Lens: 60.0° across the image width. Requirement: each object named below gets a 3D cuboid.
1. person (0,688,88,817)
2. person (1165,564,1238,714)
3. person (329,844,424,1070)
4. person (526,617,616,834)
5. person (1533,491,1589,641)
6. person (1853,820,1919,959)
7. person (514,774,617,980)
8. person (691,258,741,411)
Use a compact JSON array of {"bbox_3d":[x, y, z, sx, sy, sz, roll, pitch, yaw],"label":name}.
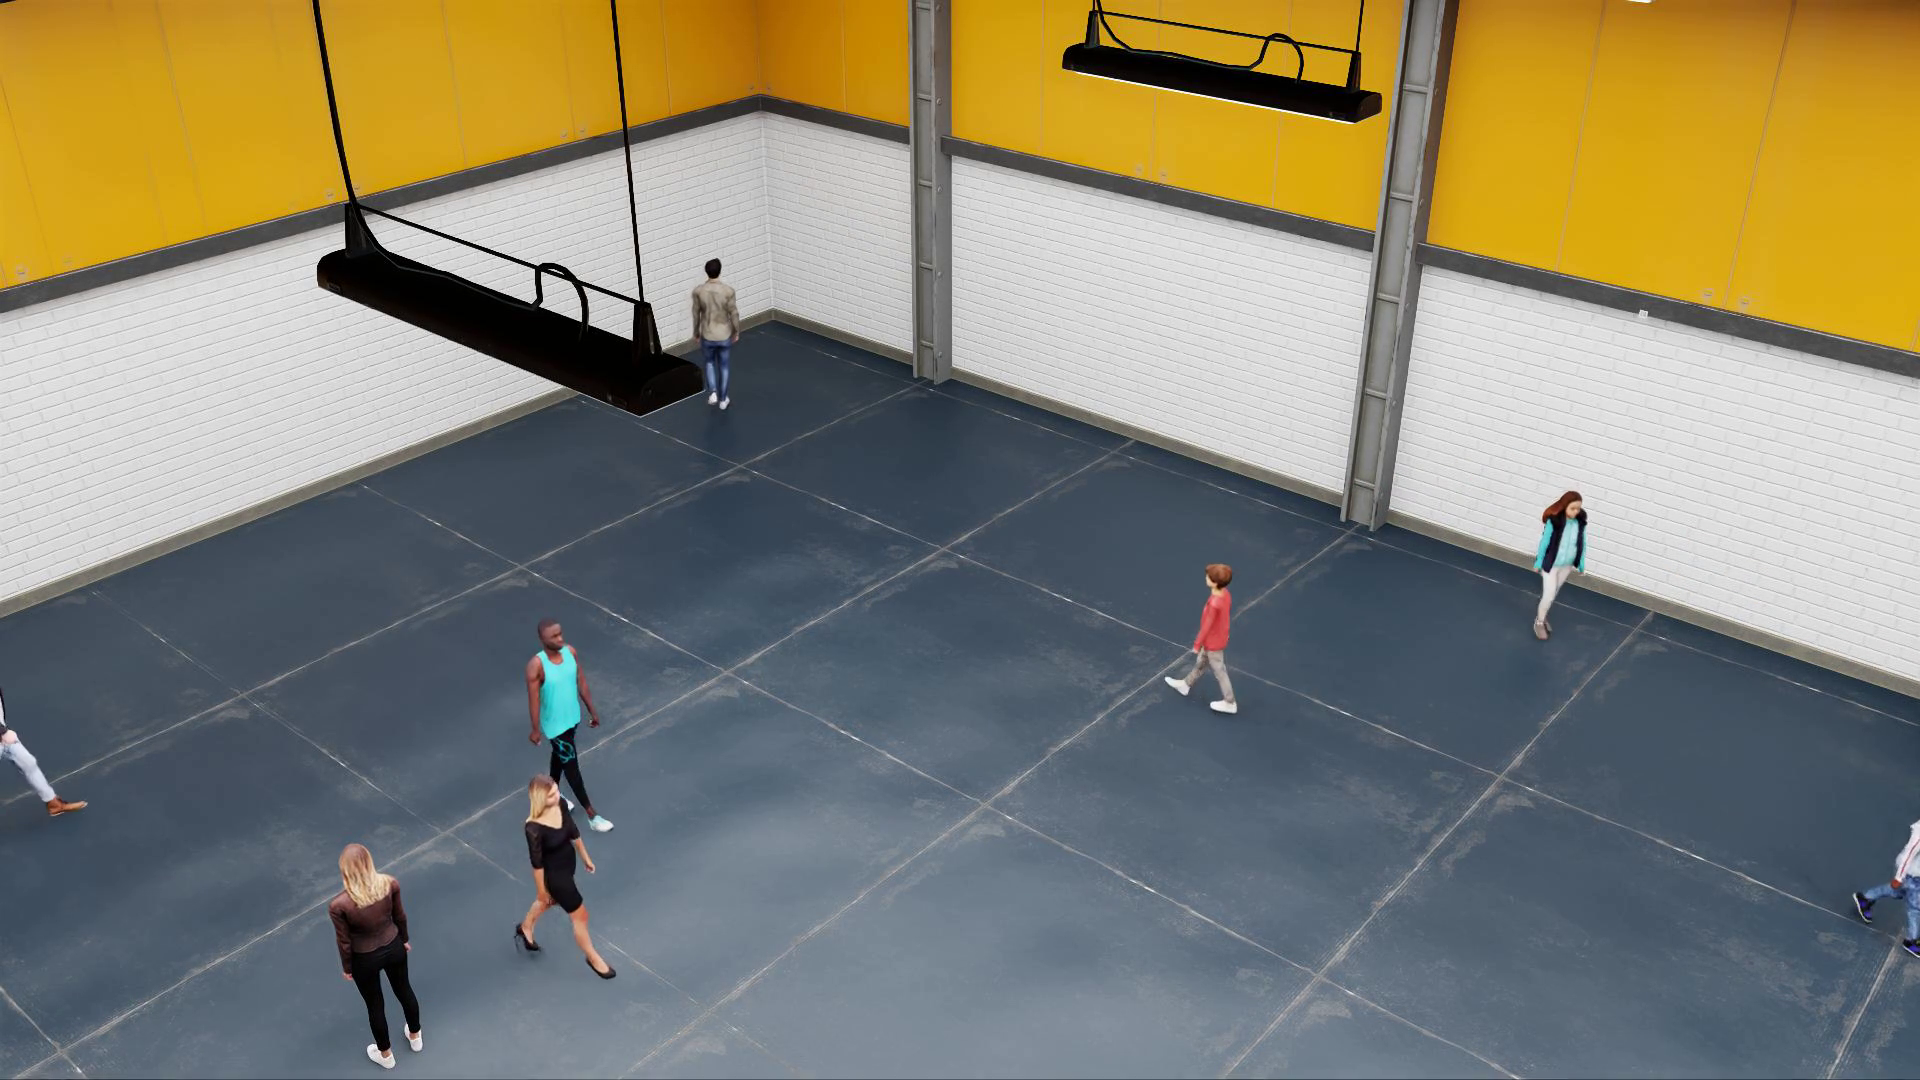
[{"bbox_3d":[-7.404,1.504,12.504,1.055,1.805,1.183,-12,31,-21],"label":"person"},{"bbox_3d":[2.230,0.864,14.114,0.964,1.386,0.698,12,31,21],"label":"person"},{"bbox_3d":[-3.695,2.629,10.547,0.625,1.705,0.536,-24,37,-37],"label":"person"},{"bbox_3d":[-3.137,1.360,12.790,1.067,1.783,0.713,18,33,30],"label":"person"},{"bbox_3d":[5.460,0.159,15.303,0.713,1.486,0.768,-9,30,-16],"label":"person"},{"bbox_3d":[6.663,2.269,11.688,0.655,1.242,0.936,-17,33,-28],"label":"person"},{"bbox_3d":[-2.798,2.255,11.300,1.117,1.639,0.861,8,30,14],"label":"person"},{"bbox_3d":[-2.879,-2.371,19.562,0.836,1.849,0.905,-1,29,-2],"label":"person"}]
